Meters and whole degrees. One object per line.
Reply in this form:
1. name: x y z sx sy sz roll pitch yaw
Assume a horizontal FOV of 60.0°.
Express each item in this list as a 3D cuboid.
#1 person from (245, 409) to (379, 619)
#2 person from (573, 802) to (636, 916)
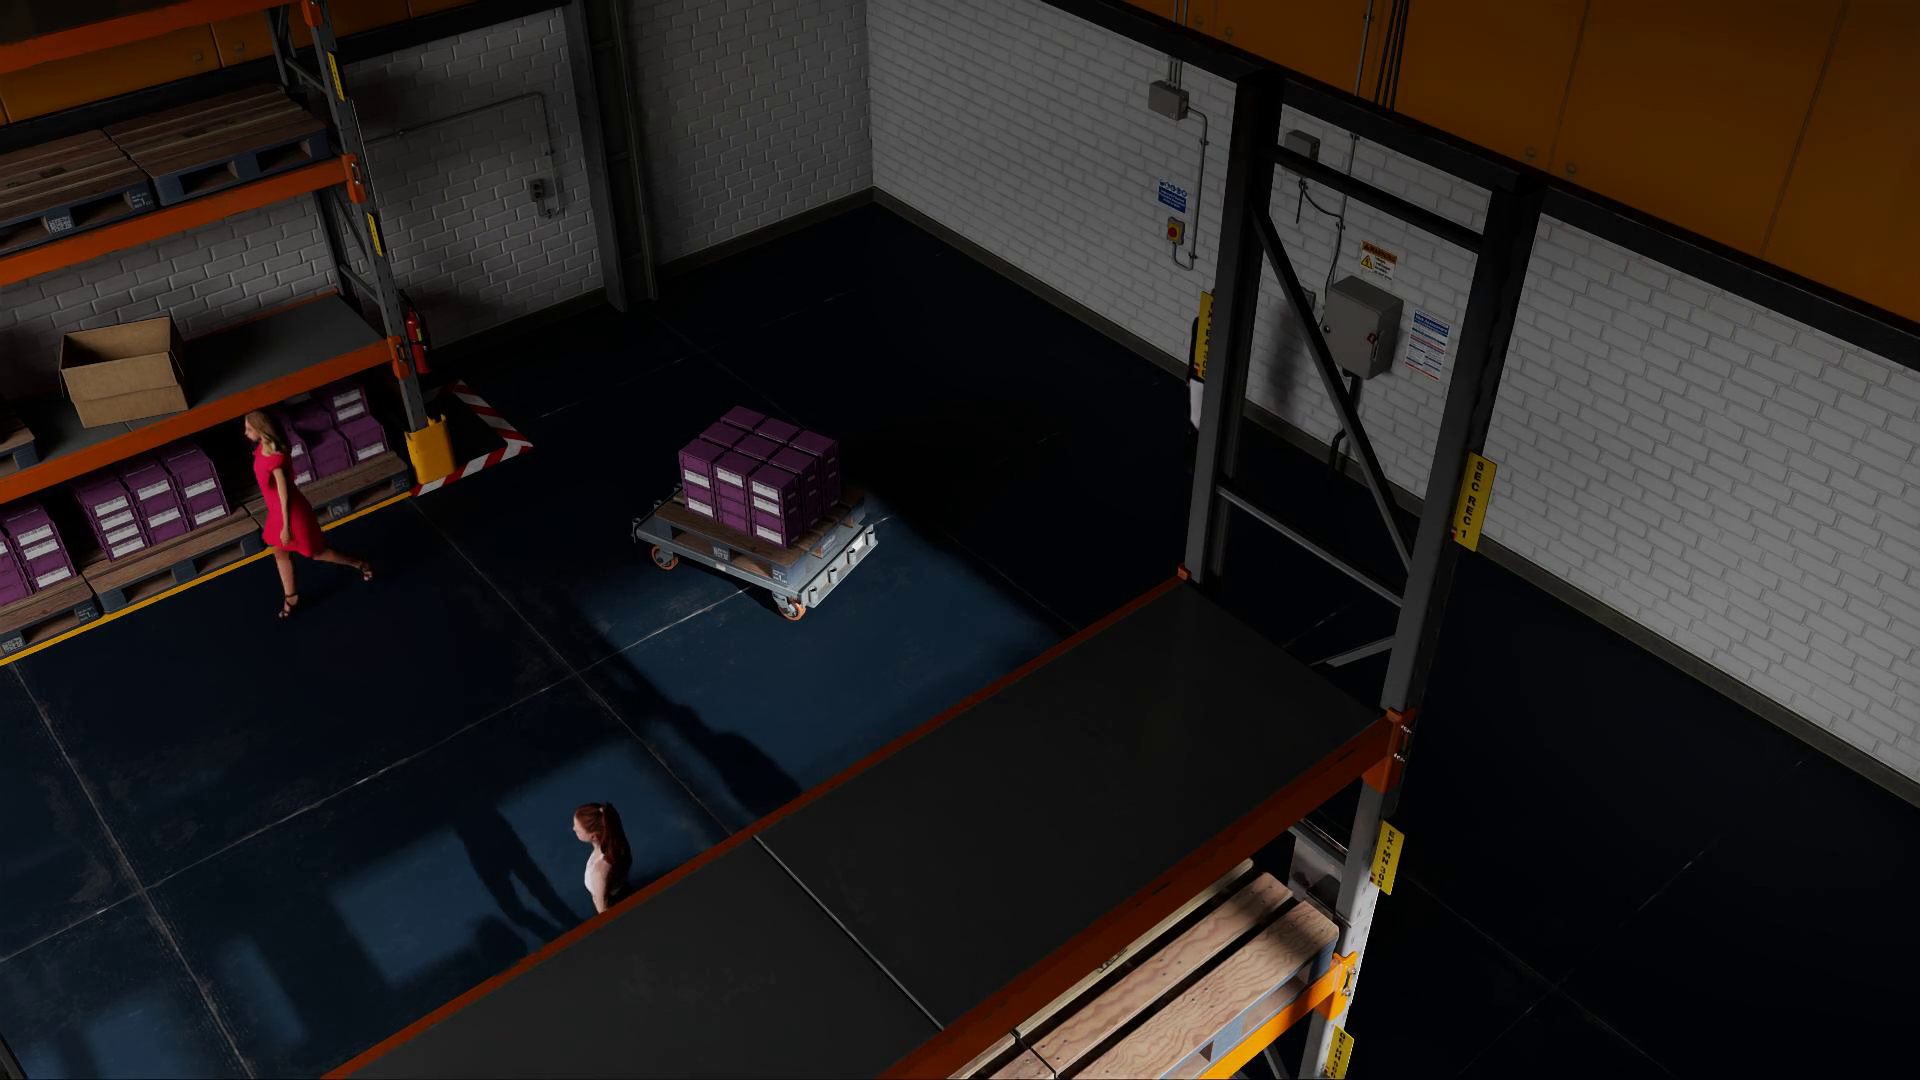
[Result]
1. person: -4.620 -0.202 11.720 0.979 1.696 0.569 -28 47 -31
2. person: -1.745 2.031 8.893 0.768 1.736 0.712 2 39 2
